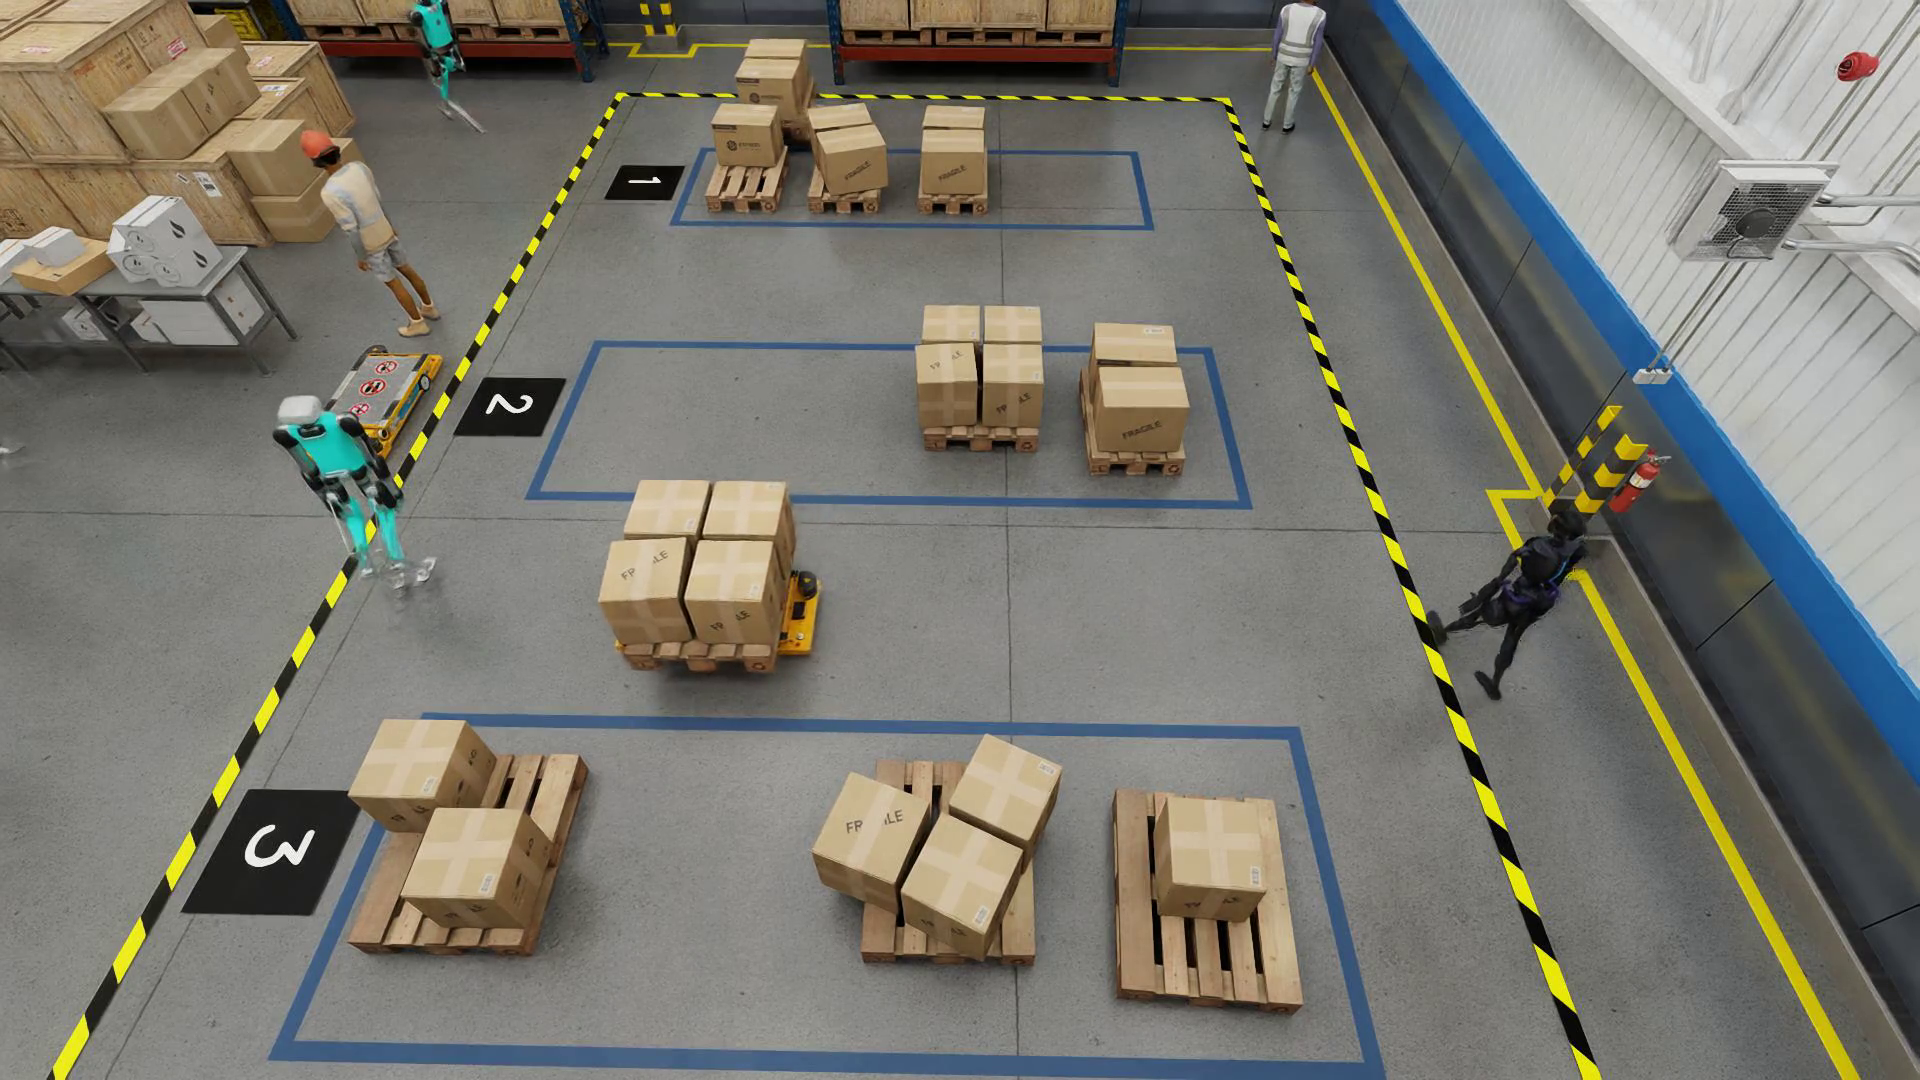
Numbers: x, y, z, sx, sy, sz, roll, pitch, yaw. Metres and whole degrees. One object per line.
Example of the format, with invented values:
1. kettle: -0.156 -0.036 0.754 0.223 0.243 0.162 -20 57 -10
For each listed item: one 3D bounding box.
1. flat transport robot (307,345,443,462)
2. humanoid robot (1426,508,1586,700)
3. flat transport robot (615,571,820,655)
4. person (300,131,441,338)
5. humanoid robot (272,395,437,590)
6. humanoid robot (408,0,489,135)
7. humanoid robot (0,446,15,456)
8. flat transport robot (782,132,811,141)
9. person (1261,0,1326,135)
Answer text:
1. flat transport robot: -5.383 -1.269 8.441 0.659 0.231 1.431 1 50 1
2. humanoid robot: 3.722 0.361 6.158 0.587 1.627 0.761 -8 50 -7
3. flat transport robot: -1.813 0.531 6.899 1.431 0.197 0.652 1 50 1
4. person: -5.523 -2.822 8.599 0.400 2.035 0.607 5 50 4
5. humanoid robot: -4.277 -0.199 6.485 0.533 1.677 0.735 -11 51 -9
6. humanoid robot: -6.671 -6.053 11.556 1.002 1.773 0.530 21 53 17
7. humanoid robot: -8.486 -1.299 7.525 0.795 1.796 0.556 17 52 14
8. flat transport robot: -2.277 -5.430 11.944 1.431 0.197 0.652 1 50 1
9. person: 4.172 -6.022 11.444 0.586 1.824 0.404 24 54 19
